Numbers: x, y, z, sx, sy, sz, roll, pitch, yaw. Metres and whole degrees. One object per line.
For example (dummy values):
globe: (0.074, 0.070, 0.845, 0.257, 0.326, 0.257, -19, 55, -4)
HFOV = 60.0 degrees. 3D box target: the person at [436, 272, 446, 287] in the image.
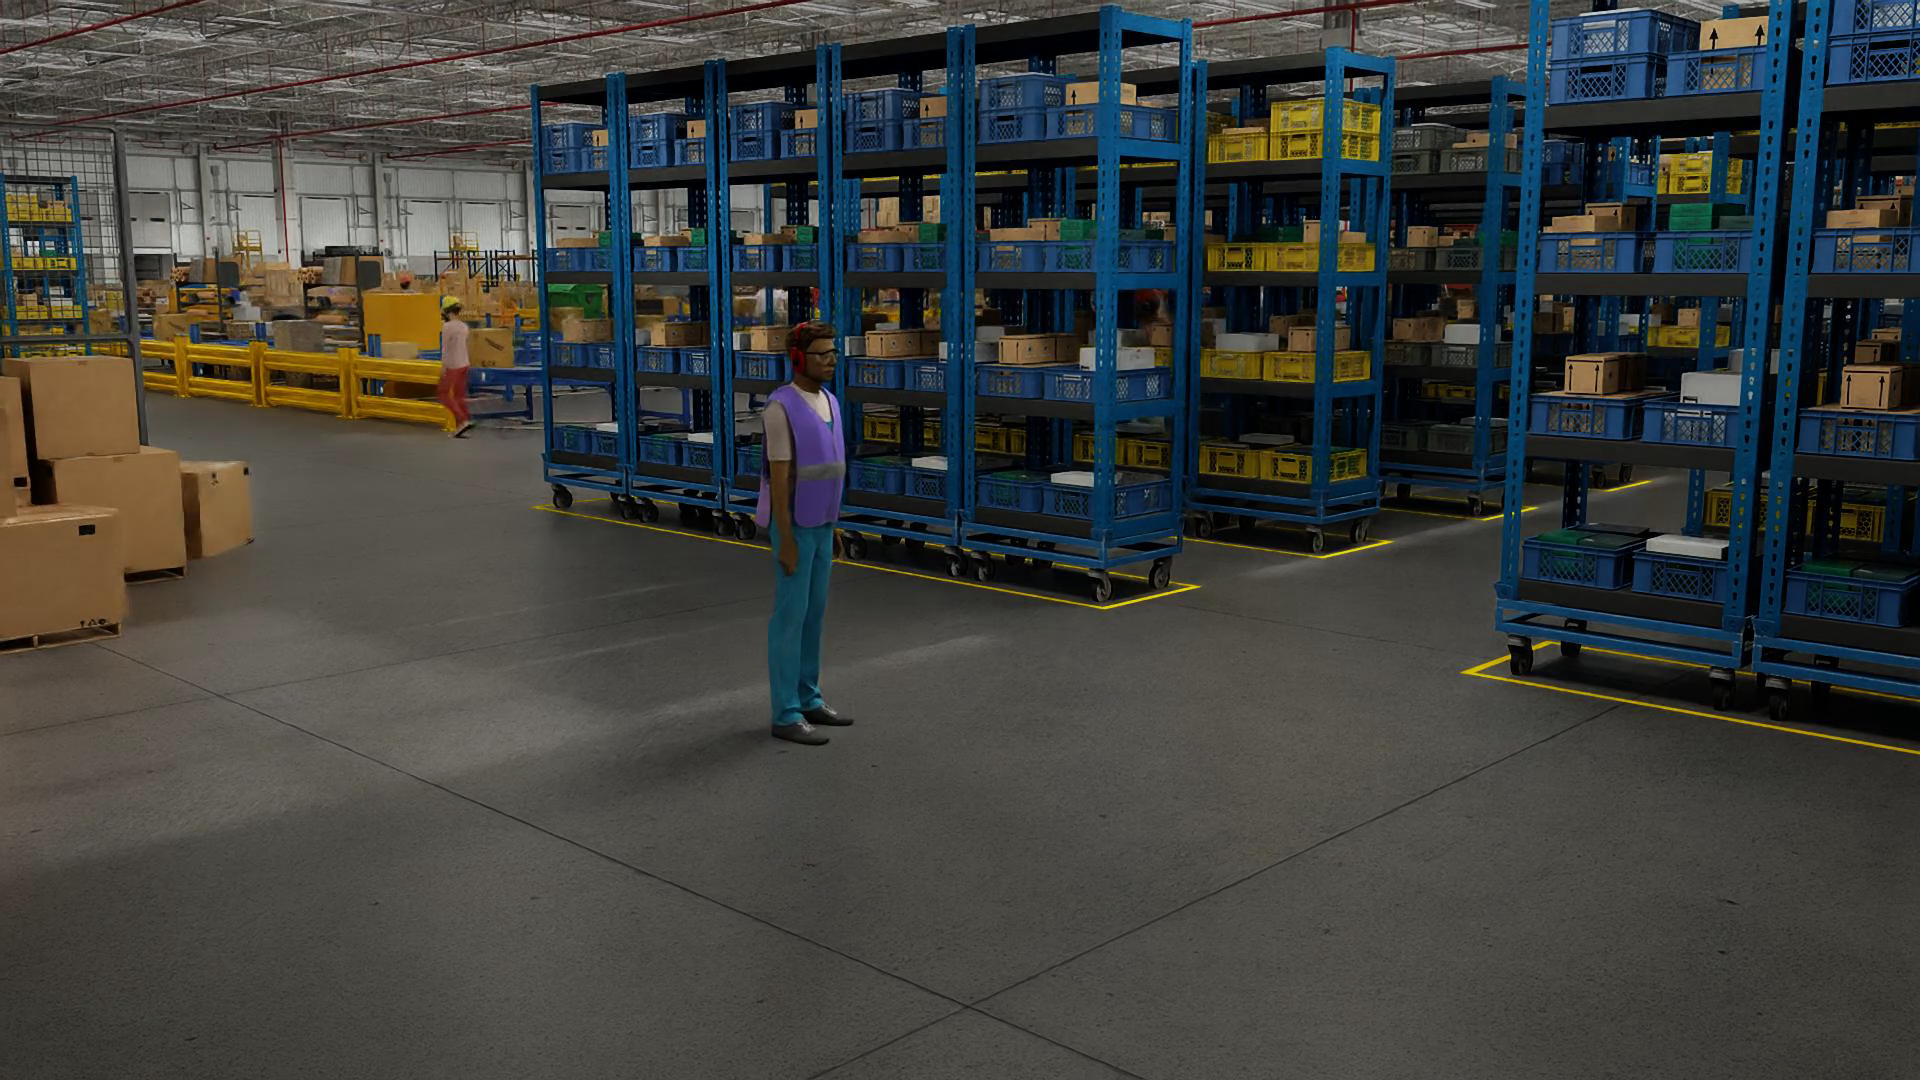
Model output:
person: (-20.622, -9.710, 66.416, 0.559, 1.924, 0.435, -4, 10, -25)

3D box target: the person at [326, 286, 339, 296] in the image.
person: (-14.975, -5.342, 39.391, 0.967, 1.993, 0.650, -5, 11, -28)

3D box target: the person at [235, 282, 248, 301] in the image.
person: (-21.484, -6.936, 50.054, 0.494, 1.714, 0.518, 9, 13, 42)

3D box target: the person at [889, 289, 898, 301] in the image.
person: (-2.322, -8.311, 58.309, 0.317, 1.769, 0.523, 3, 10, 18)

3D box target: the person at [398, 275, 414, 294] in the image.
person: (-13.303, -5.396, 39.963, 0.406, 1.922, 0.552, -5, 10, -27)

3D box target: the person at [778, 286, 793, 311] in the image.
person: (-4.909, -6.408, 46.479, 0.606, 1.815, 0.554, -8, 12, -40)

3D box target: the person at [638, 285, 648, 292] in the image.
person: (-12.964, -9.923, 68.070, 0.995, 1.830, 0.508, -8, 12, -42)

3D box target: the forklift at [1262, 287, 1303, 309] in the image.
forklift: (10.769, -8.203, 54.240, 1.129, 2.768, 1.873, 8, 12, 42)

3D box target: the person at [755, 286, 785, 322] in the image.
person: (-4.202, -4.884, 36.923, 0.666, 1.888, 0.417, 2, 9, 11)

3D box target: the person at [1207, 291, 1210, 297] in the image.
person: (9.618, -9.064, 63.176, 0.563, 1.675, 0.553, 8, 12, 41)

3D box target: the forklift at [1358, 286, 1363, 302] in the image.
forklift: (11.100, -7.017, 46.970, 1.873, 2.768, 1.129, 9, 13, 43)

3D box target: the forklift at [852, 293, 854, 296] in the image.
forklift: (-4.445, -11.450, 74.147, 1.873, 2.768, 1.129, 9, 13, 43)

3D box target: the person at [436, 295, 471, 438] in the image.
person: (-6.181, -2.101, 20.275, 0.363, 1.744, 0.540, 2, 10, 14)

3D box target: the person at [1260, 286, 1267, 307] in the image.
person: (10.896, -8.859, 60.830, 0.615, 2.039, 0.386, 2, 9, 12)

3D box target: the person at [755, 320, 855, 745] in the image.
person: (-0.692, -0.042, 7.364, 0.396, 1.847, 0.564, 3, 10, 20)

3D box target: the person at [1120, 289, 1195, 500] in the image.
person: (1.689, -1.278, 14.618, 0.968, 1.964, 0.622, 7, 11, 36)
